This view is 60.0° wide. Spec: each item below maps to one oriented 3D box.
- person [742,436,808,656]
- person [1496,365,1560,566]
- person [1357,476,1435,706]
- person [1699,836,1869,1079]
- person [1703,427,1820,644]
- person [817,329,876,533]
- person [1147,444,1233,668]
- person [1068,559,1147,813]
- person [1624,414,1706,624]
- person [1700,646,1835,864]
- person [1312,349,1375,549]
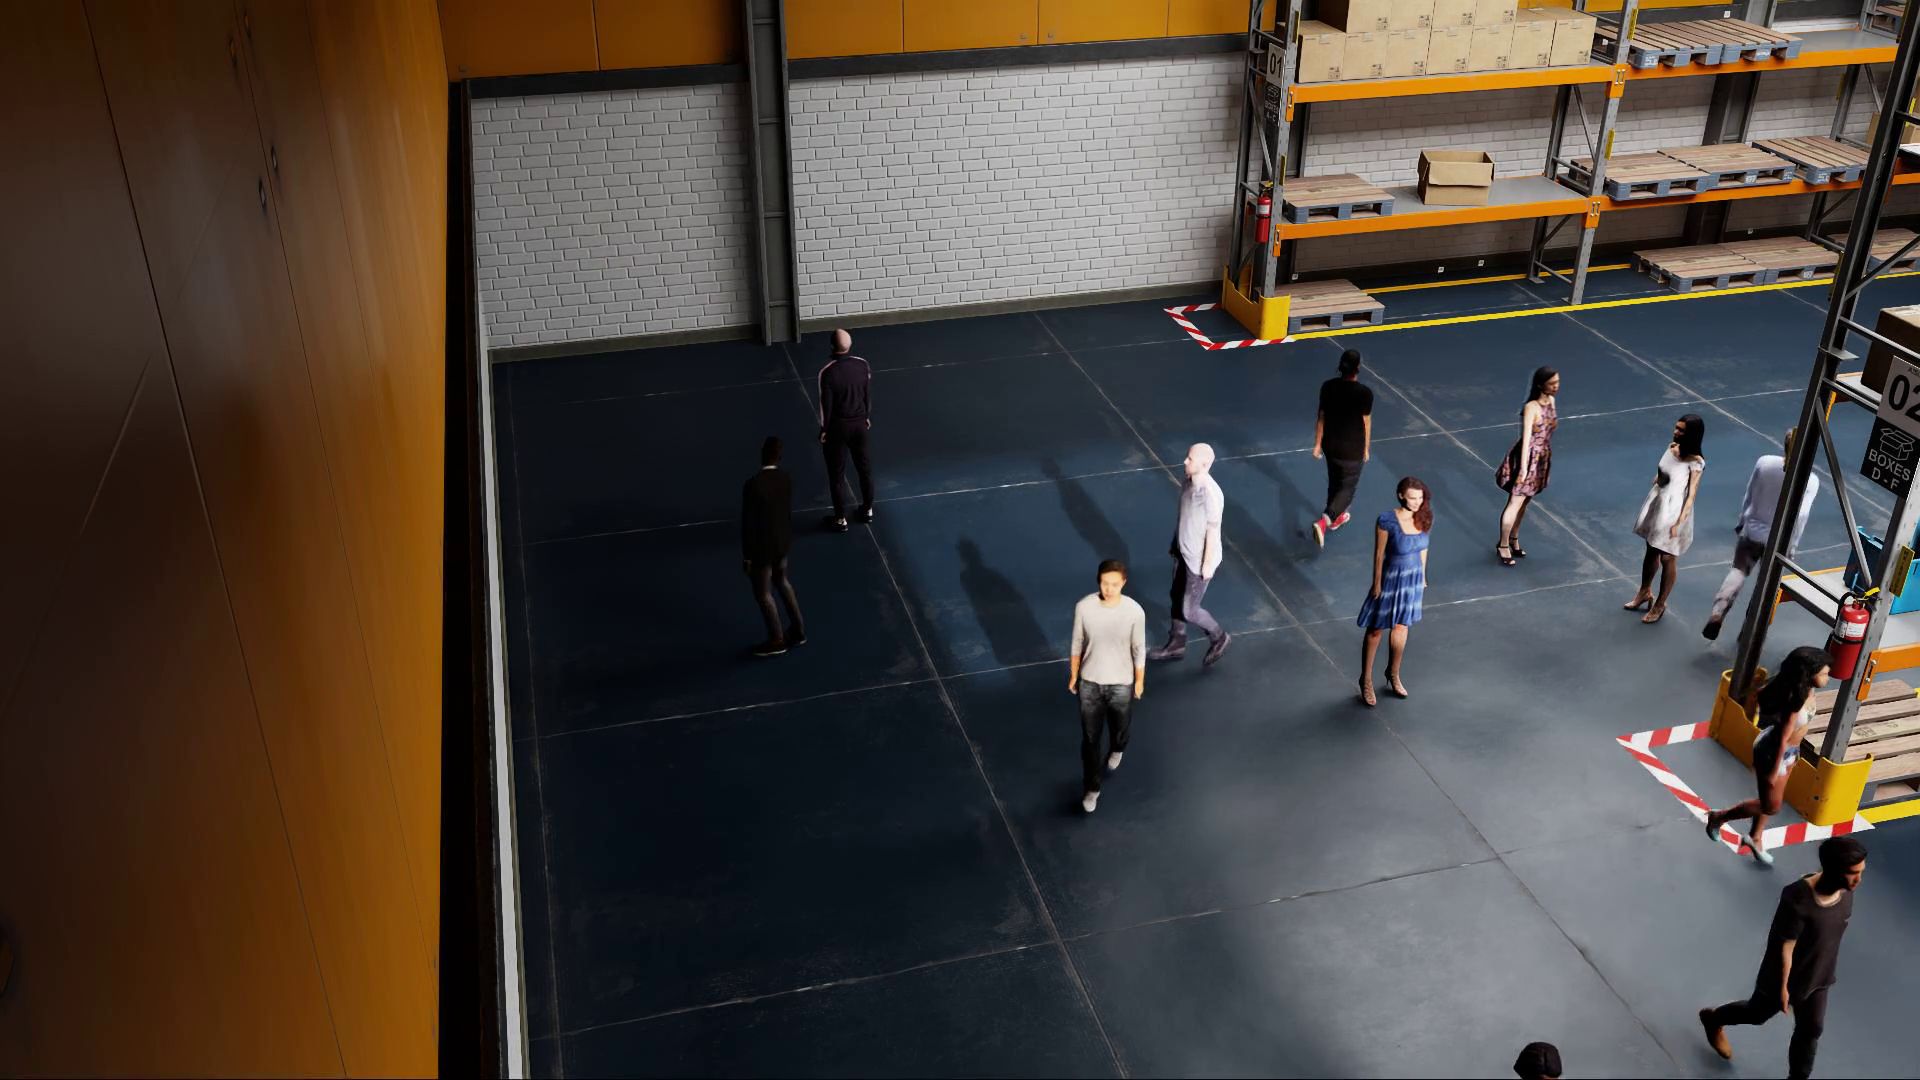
[{"bbox_3d":[-1.464,0.075,12.617,0.838,1.781,0.767,8,30,15],"label":"person"},{"bbox_3d":[4.772,-0.630,13.917,0.857,1.773,0.777,24,37,37],"label":"person"},{"bbox_3d":[3.169,0.362,12.063,0.552,1.806,0.758,-12,31,-21],"label":"person"},{"bbox_3d":[4.352,2.210,8.794,0.986,1.693,0.721,-9,30,-16],"label":"person"},{"bbox_3d":[6.083,0.025,12.618,1.105,1.867,0.955,-25,38,-38],"label":"person"},{"bbox_3d":[-0.986,-0.957,14.451,0.636,1.836,0.806,-17,33,-29],"label":"person"},{"bbox_3d":[1.832,0.127,12.479,0.804,1.821,0.687,-7,29,-13],"label":"person"},{"bbox_3d":[0.994,0.895,11.094,1.002,1.799,0.985,7,29,13],"label":"person"},{"bbox_3d":[5.571,-0.178,13.087,0.609,1.775,0.628,-7,29,-13],"label":"person"},{"bbox_3d":[5.063,1.339,10.477,0.825,1.610,0.780,19,34,31],"label":"person"},{"bbox_3d":[3.244,-0.765,14.197,0.973,1.741,1.136,22,36,35],"label":"person"}]
